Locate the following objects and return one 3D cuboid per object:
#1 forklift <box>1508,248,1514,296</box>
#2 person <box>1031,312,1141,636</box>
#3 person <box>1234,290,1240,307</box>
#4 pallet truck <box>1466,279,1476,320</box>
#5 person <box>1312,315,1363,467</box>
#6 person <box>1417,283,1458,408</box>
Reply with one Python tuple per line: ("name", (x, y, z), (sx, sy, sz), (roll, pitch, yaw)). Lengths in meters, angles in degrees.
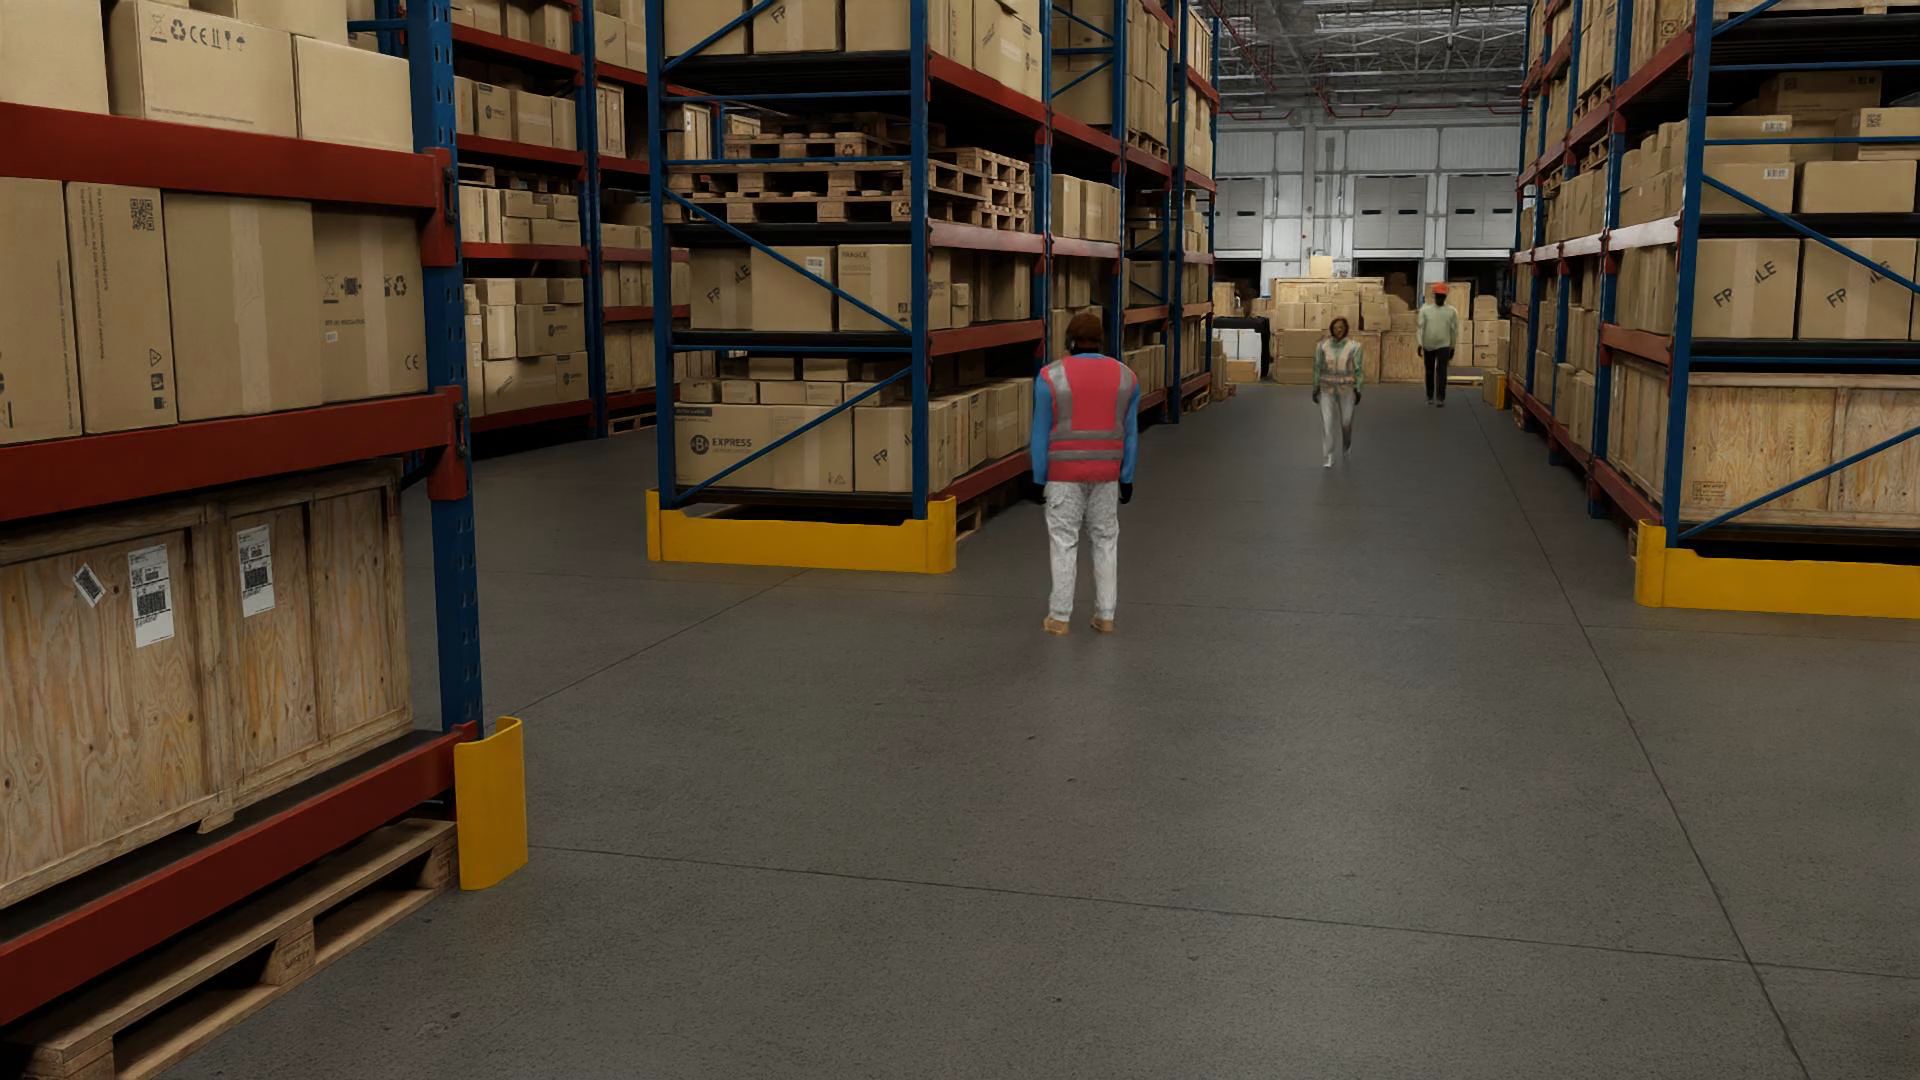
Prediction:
("forklift", (15.279, -6.473, 44.896), (1.129, 2.768, 1.873), (6, 10, 31))
("person", (0.699, -0.360, 9.392), (0.631, 1.833, 0.429), (-2, 9, -15))
("person", (9.482, -7.783, 57.150), (0.306, 1.640, 0.522), (4, 10, 22))
("pallet truck", (18.896, -8.459, 60.307), (1.885, 1.965, 0.823), (5, 10, 31))
("person", (4.054, -1.595, 17.874), (0.532, 1.630, 0.417), (3, 9, 19))
("person", (7.550, -3.082, 26.329), (0.602, 1.954, 1.030), (3, 9, 18))
